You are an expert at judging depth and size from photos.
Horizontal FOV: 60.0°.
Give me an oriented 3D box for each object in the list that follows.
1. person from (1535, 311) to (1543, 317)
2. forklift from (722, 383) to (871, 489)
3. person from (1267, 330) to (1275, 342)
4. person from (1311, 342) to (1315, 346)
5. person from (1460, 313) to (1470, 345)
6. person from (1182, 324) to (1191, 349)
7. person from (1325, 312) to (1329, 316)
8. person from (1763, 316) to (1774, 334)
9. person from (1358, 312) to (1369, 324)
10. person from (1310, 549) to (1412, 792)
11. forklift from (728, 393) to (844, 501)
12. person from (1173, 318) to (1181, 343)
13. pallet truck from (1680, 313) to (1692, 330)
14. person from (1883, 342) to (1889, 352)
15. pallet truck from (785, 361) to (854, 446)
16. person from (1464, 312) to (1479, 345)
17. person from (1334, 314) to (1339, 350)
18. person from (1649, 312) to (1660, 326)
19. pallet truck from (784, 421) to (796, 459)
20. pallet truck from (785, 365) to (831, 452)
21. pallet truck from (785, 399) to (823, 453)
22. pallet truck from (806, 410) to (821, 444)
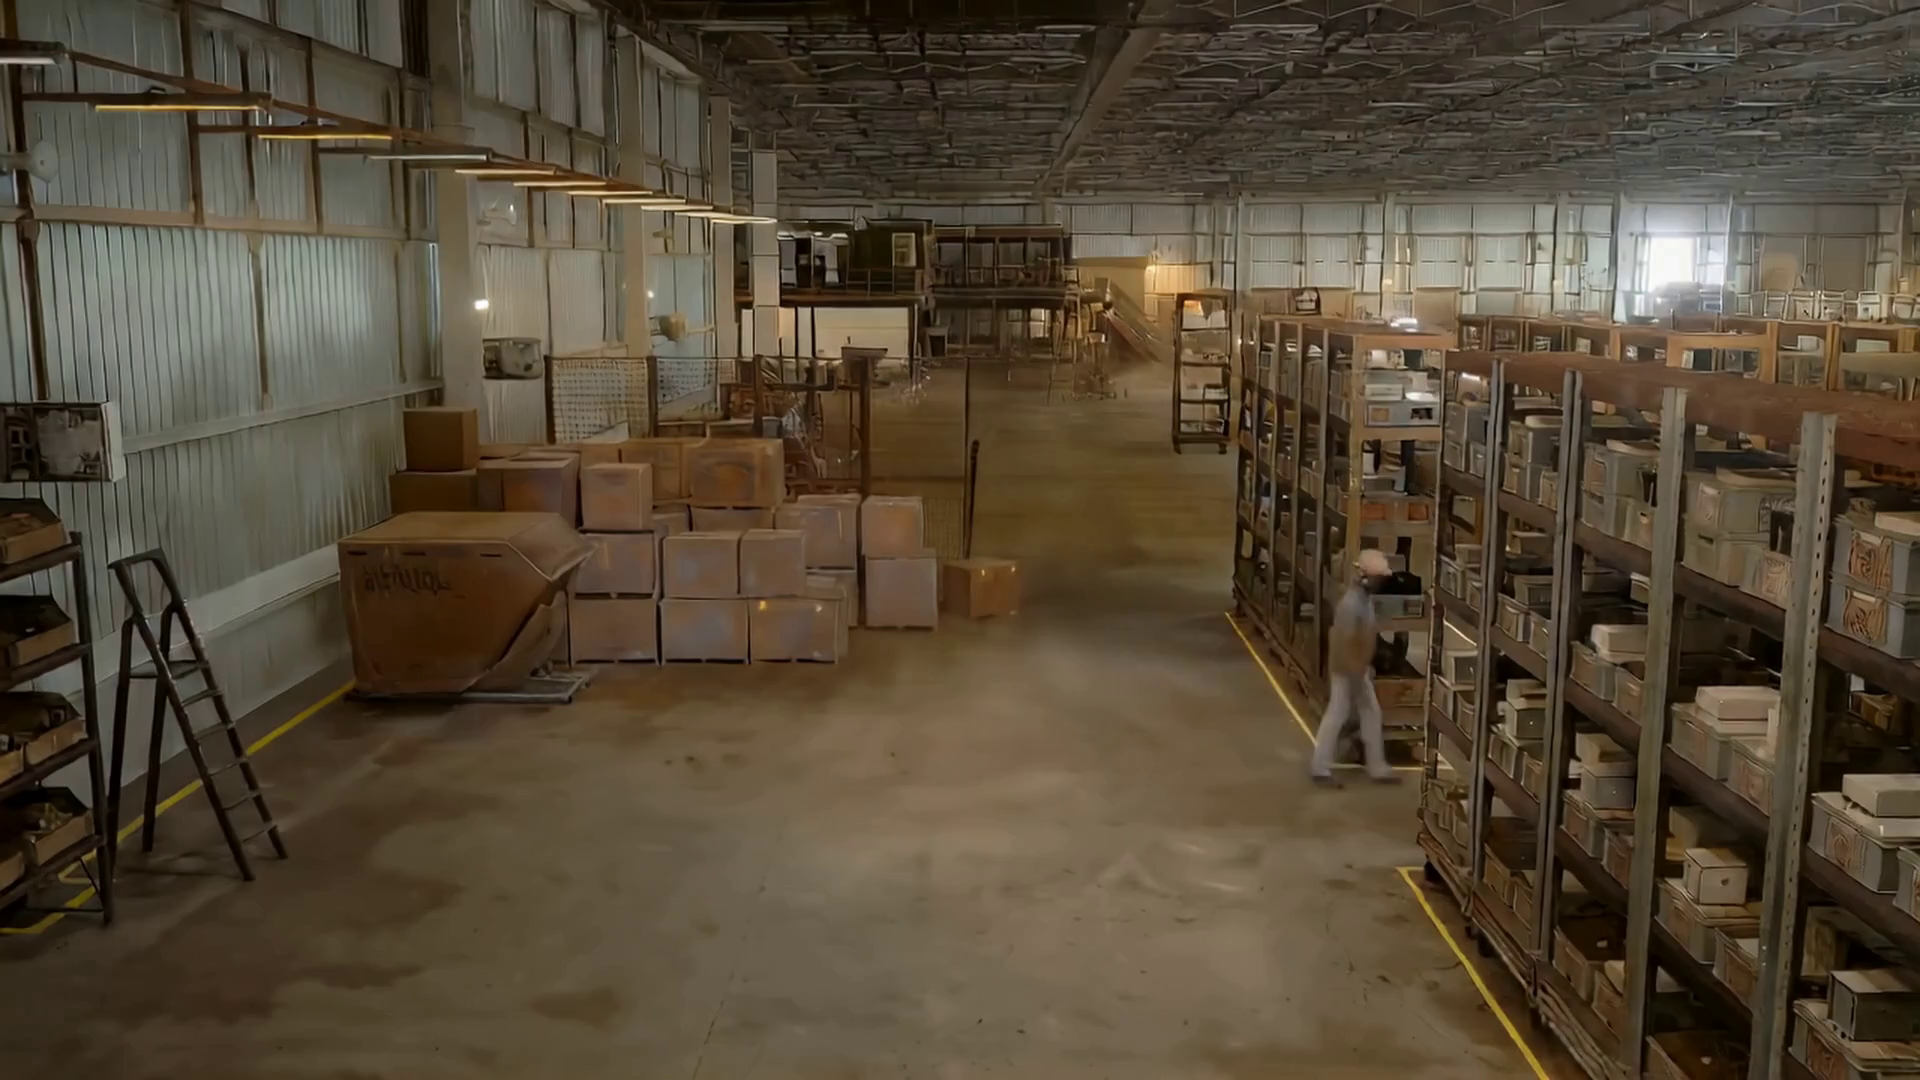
[{"bbox_3d":[32.085,-11.780,92.294,0.584,1.882,0.346,9,13,43],"label":"person"},{"bbox_3d":[-2.893,-1.687,28.729,2.680,1.987,1.157,0,9,-1],"label":"forklift"},{"bbox_3d":[13.884,-8.766,73.743,0.993,1.865,0.617,-6,11,-33],"label":"person"},{"bbox_3d":[11.559,-5.712,55.159,0.629,1.791,0.523,6,11,32],"label":"person"},{"bbox_3d":[25.817,-10.658,85.269,0.750,1.911,0.578,-7,12,-39],"label":"person"},{"bbox_3d":[10.580,-9.470,78.038,0.563,1.884,1.022,-2,10,-15],"label":"person"},{"bbox_3d":[20.506,-11.845,92.989,0.971,1.796,0.644,-6,11,-34],"label":"person"},{"bbox_3d":[37.418,-9.326,76.674,0.692,2.000,1.003,7,12,39],"label":"person"},{"bbox_3d":[21.747,-11.351,89.664,0.597,1.875,0.713,8,12,40],"label":"person"},{"bbox_3d":[3.165,1.042,12.993,0.895,1.937,0.669,4,10,25],"label":"person"},{"bbox_3d":[-2.979,-1.316,26.476,2.680,1.987,1.157,0,9,1],"label":"forklift"},{"bbox_3d":[10.537,-9.829,80.382,0.512,1.844,0.330,-7,11,-35],"label":"person"},{"bbox_3d":[36.315,-10.531,84.244,0.823,1.965,1.885,-6,11,-33],"label":"pallet truck"},{"bbox_3d":[33.804,-6.544,60.568,0.321,1.696,0.537,0,9,2],"label":"person"},{"bbox_3d":[-3.410,-3.193,38.978,1.885,1.965,0.823,0,9,-1],"label":"pallet truck"},{"bbox_3d":[28.135,-11.613,91.505,0.760,1.817,0.575,0,9,0],"label":"person"},{"bbox_3d":[18.772,-10.298,83.032,0.589,1.924,0.383,5,11,29],"label":"person"},{"bbox_3d":[36.919,-11.162,88.416,0.516,1.909,0.588,-7,12,-38],"label":"person"},{"bbox_3d":[-4.013,-1.793,32.705,1.601,1.201,0.680,0,9,1],"label":"pallet truck"},{"bbox_3d":[-3.774,-2.976,37.635,1.885,1.965,0.823,1,9,5],"label":"pallet truck"},{"bbox_3d":[-3.814,-2.432,36.419,1.630,1.274,0.653,0,9,1],"label":"pallet truck"},{"bbox_3d":[-3.559,-2.018,33.905,1.522,1.261,0.704,0,9,-1],"label":"pallet truck"}]
